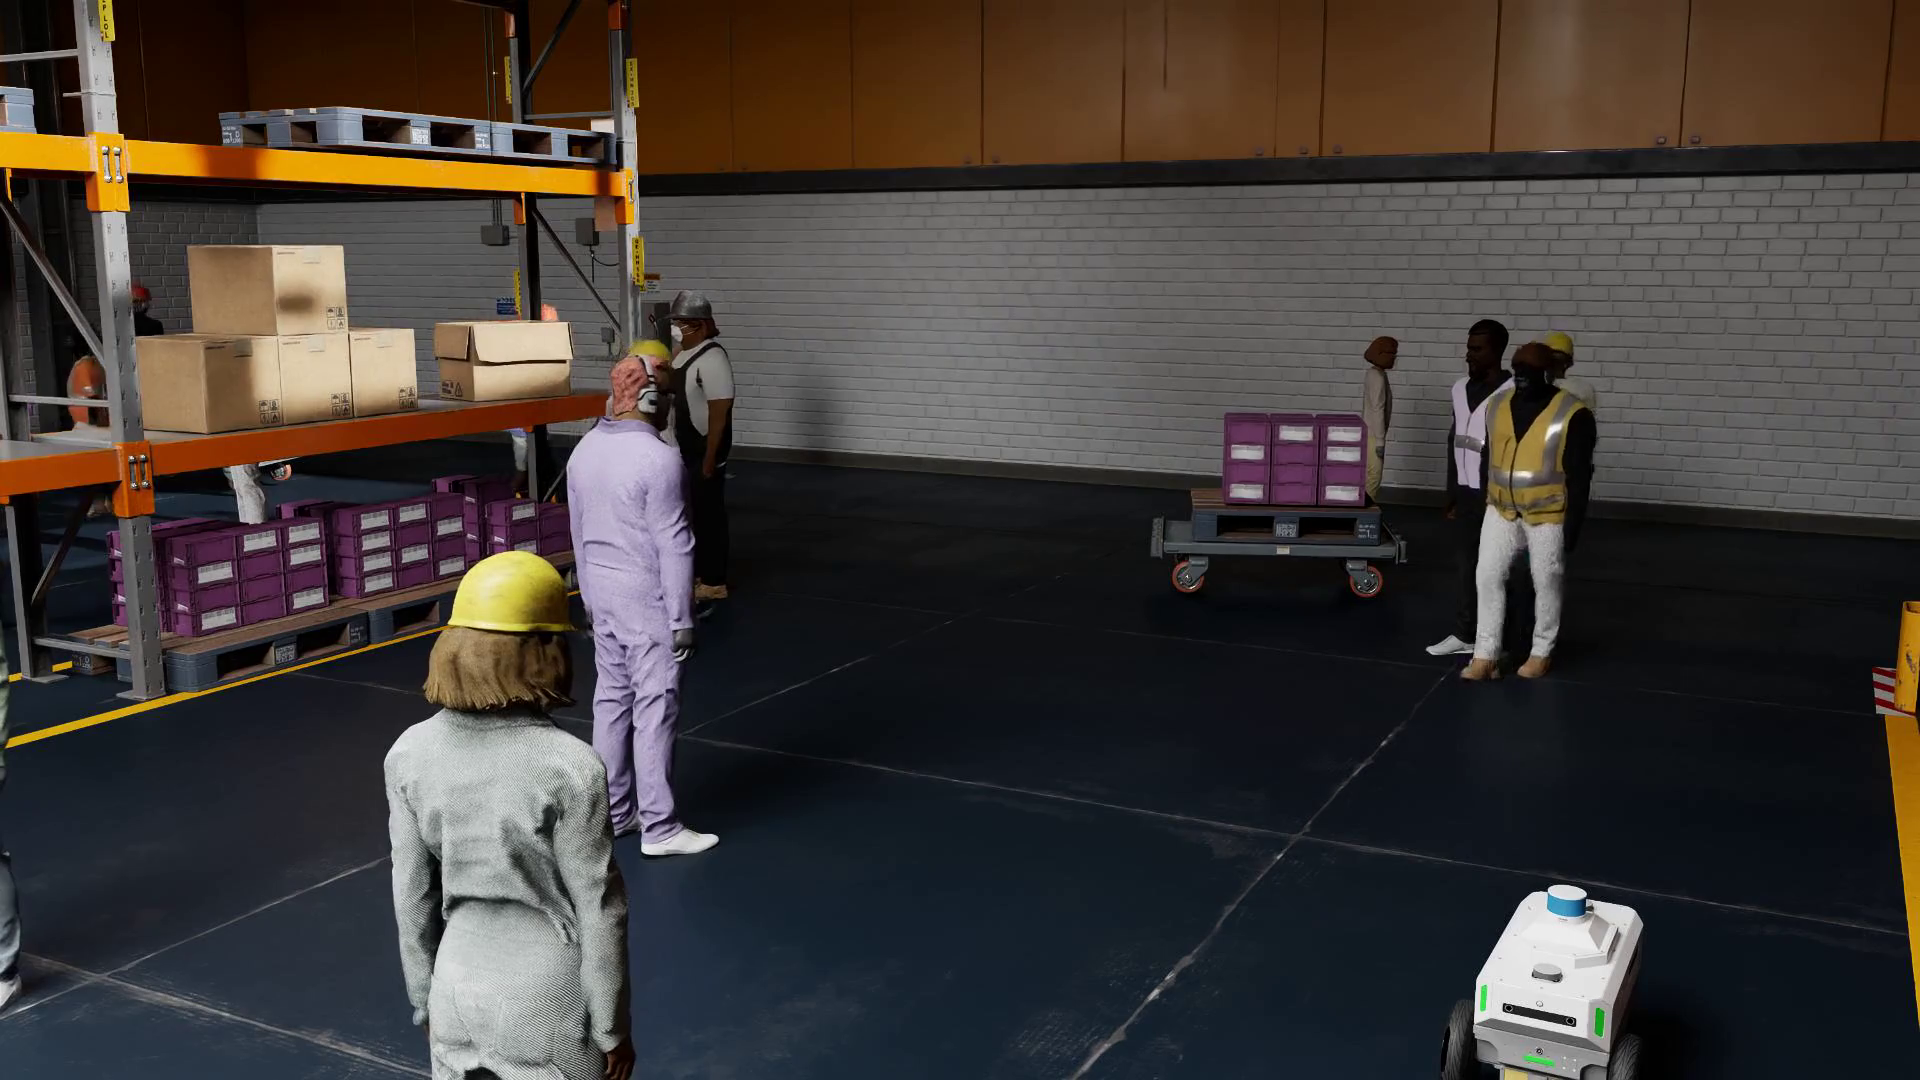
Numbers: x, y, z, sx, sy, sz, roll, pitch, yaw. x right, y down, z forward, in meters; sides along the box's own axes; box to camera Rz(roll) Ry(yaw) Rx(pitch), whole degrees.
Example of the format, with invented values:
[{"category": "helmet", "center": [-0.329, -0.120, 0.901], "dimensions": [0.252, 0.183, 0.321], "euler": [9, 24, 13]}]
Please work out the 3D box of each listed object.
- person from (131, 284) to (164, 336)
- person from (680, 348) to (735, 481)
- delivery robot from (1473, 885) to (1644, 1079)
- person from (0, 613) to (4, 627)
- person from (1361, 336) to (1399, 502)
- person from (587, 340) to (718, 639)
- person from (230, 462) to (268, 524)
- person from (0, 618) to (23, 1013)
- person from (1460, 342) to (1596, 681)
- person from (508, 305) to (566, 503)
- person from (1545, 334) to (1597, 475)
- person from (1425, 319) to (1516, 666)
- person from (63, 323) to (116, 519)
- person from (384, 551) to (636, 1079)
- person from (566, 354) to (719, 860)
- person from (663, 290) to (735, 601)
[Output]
[{"category": "person", "center": [-8.823, -1.772, 17.918], "dimensions": [0.628, 1.939, 1.030], "euler": [0, 10, 1]}, {"category": "person", "center": [-2.520, -1.377, 16.517], "dimensions": [0.546, 1.621, 0.562], "euler": [8, 13, 39]}, {"category": "delivery robot", "center": [1.643, 1.186, 4.537], "dimensions": [0.477, 0.478, 0.707], "euler": [5, 11, 28]}, {"category": "person", "center": [-5.938, -0.313, 9.611], "dimensions": [0.573, 1.888, 0.962], "euler": [1, 10, 5]}, {"category": "person", "center": [3.335, -0.813, 13.289], "dimensions": [0.294, 1.623, 0.510], "euler": [2, 10, 9]}, {"category": "person", "center": [-1.866, -0.302, 9.928], "dimensions": [0.932, 1.765, 0.600], "euler": [-8, 13, -38]}, {"category": "person", "center": [-5.246, -0.740, 12.107], "dimensions": [0.353, 1.887, 0.573], "euler": [-6, 12, -32]}, {"category": "person", "center": [-3.034, 0.627, 4.922], "dimensions": [0.500, 1.634, 0.286], "euler": [3, 10, 16]}, {"category": "person", "center": [2.953, -0.126, 8.751], "dimensions": [0.783, 1.807, 0.655], "euler": [-10, 14, -44]}, {"category": "person", "center": [-3.271, -0.884, 12.958], "dimensions": [0.849, 1.875, 0.641], "euler": [-2, 10, -12]}, {"category": "person", "center": [4.138, -0.565, 11.572], "dimensions": [0.525, 1.717, 0.920], "euler": [6, 11, 31]}, {"category": "person", "center": [2.927, -0.260, 9.233], "dimensions": [0.395, 1.919, 0.590], "euler": [-5, 11, -25]}, {"category": "person", "center": [-7.486, -1.012, 14.244], "dimensions": [0.490, 1.681, 0.533], "euler": [-4, 11, -23]}, {"category": "person", "center": [-0.823, 0.882, 3.154], "dimensions": [0.485, 1.736, 0.309], "euler": [4, 10, 20]}, {"category": "person", "center": [-1.196, 0.248, 6.334], "dimensions": [0.652, 1.904, 0.402], "euler": [10, 14, 44]}, {"category": "person", "center": [-1.779, -0.621, 10.970], "dimensions": [0.536, 2.000, 0.672], "euler": [-5, 11, -27]}]
